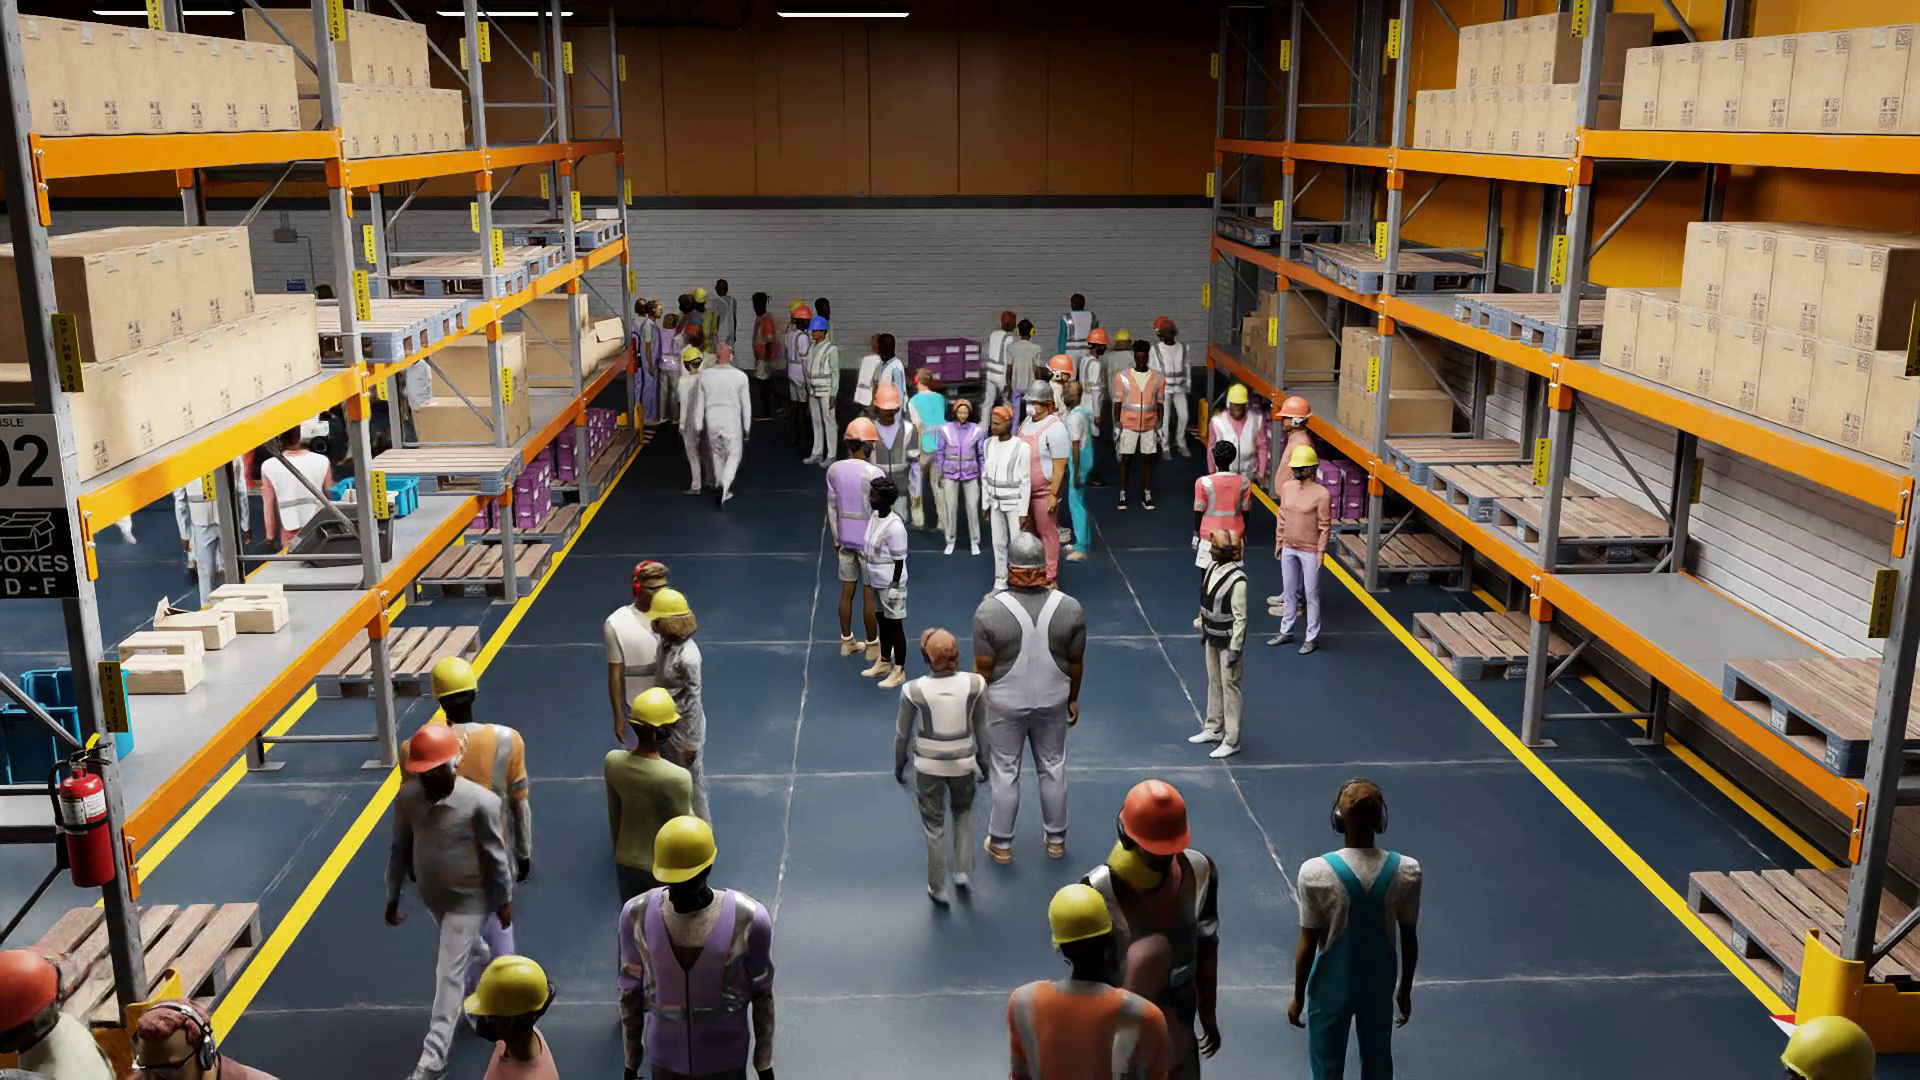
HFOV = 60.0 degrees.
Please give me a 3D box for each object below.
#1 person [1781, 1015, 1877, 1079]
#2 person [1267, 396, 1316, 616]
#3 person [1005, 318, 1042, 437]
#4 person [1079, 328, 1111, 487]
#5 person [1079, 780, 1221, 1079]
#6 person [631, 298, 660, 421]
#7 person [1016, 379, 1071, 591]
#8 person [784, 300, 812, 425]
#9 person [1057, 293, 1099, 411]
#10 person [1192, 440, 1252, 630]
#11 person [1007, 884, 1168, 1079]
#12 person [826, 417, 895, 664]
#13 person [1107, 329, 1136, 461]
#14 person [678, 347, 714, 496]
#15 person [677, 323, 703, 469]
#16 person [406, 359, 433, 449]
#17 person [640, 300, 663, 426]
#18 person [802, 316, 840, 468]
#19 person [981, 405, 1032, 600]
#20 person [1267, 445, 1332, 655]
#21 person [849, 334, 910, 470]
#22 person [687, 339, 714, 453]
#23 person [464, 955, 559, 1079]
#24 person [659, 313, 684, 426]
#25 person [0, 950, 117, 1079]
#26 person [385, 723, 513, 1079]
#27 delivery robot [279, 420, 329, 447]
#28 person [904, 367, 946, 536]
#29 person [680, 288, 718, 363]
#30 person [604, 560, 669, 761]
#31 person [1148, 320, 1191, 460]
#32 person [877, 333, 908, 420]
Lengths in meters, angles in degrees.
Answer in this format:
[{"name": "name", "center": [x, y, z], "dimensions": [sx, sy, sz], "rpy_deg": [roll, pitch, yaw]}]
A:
[{"name": "person", "center": [2.485, 2.291, 4.981], "dimensions": [0.438, 1.910, 0.596], "rpy_deg": [-6, 16, -23]}, {"name": "person", "center": [3.002, -0.306, 15.013], "dimensions": [0.382, 1.995, 0.612], "rpy_deg": [3, 15, 10]}, {"name": "person", "center": [0.837, -1.970, 21.826], "dimensions": [0.505, 1.861, 0.325], "rpy_deg": [3, 15, 12]}, {"name": "person", "center": [1.641, -1.614, 20.283], "dimensions": [0.385, 1.928, 0.546], "rpy_deg": [-2, 14, -9]}, {"name": "person", "center": [0.732, 1.867, 6.431], "dimensions": [0.611, 2.029, 0.407], "rpy_deg": [-6, 15, -21]}, {"name": "person", "center": [-4.629, -2.624, 24.411], "dimensions": [0.524, 1.844, 0.339], "rpy_deg": [4, 15, 14]}, {"name": "person", "center": [0.704, -0.502, 15.690], "dimensions": [0.538, 2.000, 0.683], "rpy_deg": [-8, 16, -29]}, {"name": "person", "center": [-2.364, -2.606, 24.369], "dimensions": [0.404, 1.829, 0.600], "rpy_deg": [-13, 19, -42]}, {"name": "person", "center": [1.764, -2.801, 25.124], "dimensions": [0.641, 1.835, 0.428], "rpy_deg": [-5, 15, -17]}, {"name": "person", "center": [2.288, -0.034, 14.554], "dimensions": [0.536, 1.693, 0.319], "rpy_deg": [-3, 15, -12]}, {"name": "person", "center": [0.459, 2.127, 5.756], "dimensions": [0.651, 1.850, 0.983], "rpy_deg": [5, 15, 19]}, {"name": "person", "center": [-0.804, 0.001, 13.713], "dimensions": [0.605, 2.043, 0.382], "rpy_deg": [10, 18, 35]}, {"name": "person", "center": [2.143, -1.888, 21.748], "dimensions": [0.508, 1.717, 0.389], "rpy_deg": [11, 18, 36]}, {"name": "person", "center": [-3.162, -1.410, 19.804], "dimensions": [0.319, 1.767, 0.534], "rpy_deg": [9, 17, 32]}, {"name": "person", "center": [-3.452, -1.844, 21.347], "dimensions": [0.367, 1.855, 0.688], "rpy_deg": [2, 14, 6]}, {"name": "person", "center": [-6.834, -1.722, 21.052], "dimensions": [0.575, 1.749, 0.336], "rpy_deg": [12, 19, 40]}, {"name": "person", "center": [-4.493, -2.580, 24.274], "dimensions": [0.361, 1.836, 0.510], "rpy_deg": [-1, 14, -3]}, {"name": "person", "center": [-1.782, -1.911, 21.403], "dimensions": [0.389, 1.949, 0.602], "rpy_deg": [-13, 19, -41]}, {"name": "person", "center": [0.429, -0.314, 15.291], "dimensions": [0.364, 1.875, 0.574], "rpy_deg": [-13, 19, -41]}, {"name": "person", "center": [2.860, 0.076, 13.969], "dimensions": [0.312, 1.768, 0.529], "rpy_deg": [-12, 19, -40]}, {"name": "person", "center": [-1.048, -1.677, 20.812], "dimensions": [0.945, 1.781, 0.564], "rpy_deg": [-9, 17, -31]}, {"name": "person", "center": [-3.516, -1.967, 22.272], "dimensions": [0.501, 1.627, 0.270], "rpy_deg": [2, 14, 8]}, {"name": "person", "center": [-1.463, 2.206, 5.601], "dimensions": [0.302, 1.772, 0.525], "rpy_deg": [-7, 16, -26]}, {"name": "person", "center": [-4.231, -2.498, 24.349], "dimensions": [0.517, 1.630, 0.321], "rpy_deg": [10, 18, 35]}, {"name": "person", "center": [-2.885, 2.193, 5.336], "dimensions": [0.988, 1.925, 0.603], "rpy_deg": [-11, 18, -37]}, {"name": "person", "center": [-2.420, 1.662, 7.880], "dimensions": [0.575, 1.698, 0.919], "rpy_deg": [6, 16, 23]}, {"name": "delivery robot", "center": [-8.794, -1.450, 22.187], "dimensions": [0.707, 0.478, 0.477], "rpy_deg": [-5, 15, -18]}, {"name": "person", "center": [-0.339, -0.945, 17.896], "dimensions": [0.698, 1.801, 0.579], "rpy_deg": [13, 19, 42]}, {"name": "person", "center": [-3.893, -2.831, 25.092], "dimensions": [0.608, 1.905, 0.627], "rpy_deg": [-6, 15, -22]}, {"name": "person", "center": [-1.908, 1.005, 10.187], "dimensions": [0.565, 1.836, 0.384], "rpy_deg": [-13, 19, -42]}, {"name": "person", "center": [2.740, -1.965, 21.800], "dimensions": [0.628, 1.858, 0.426], "rpy_deg": [-3, 15, -12]}, {"name": "person", "center": [-0.810, -1.533, 19.994], "dimensions": [0.395, 1.913, 0.587], "rpy_deg": [-4, 15, -15]}]
